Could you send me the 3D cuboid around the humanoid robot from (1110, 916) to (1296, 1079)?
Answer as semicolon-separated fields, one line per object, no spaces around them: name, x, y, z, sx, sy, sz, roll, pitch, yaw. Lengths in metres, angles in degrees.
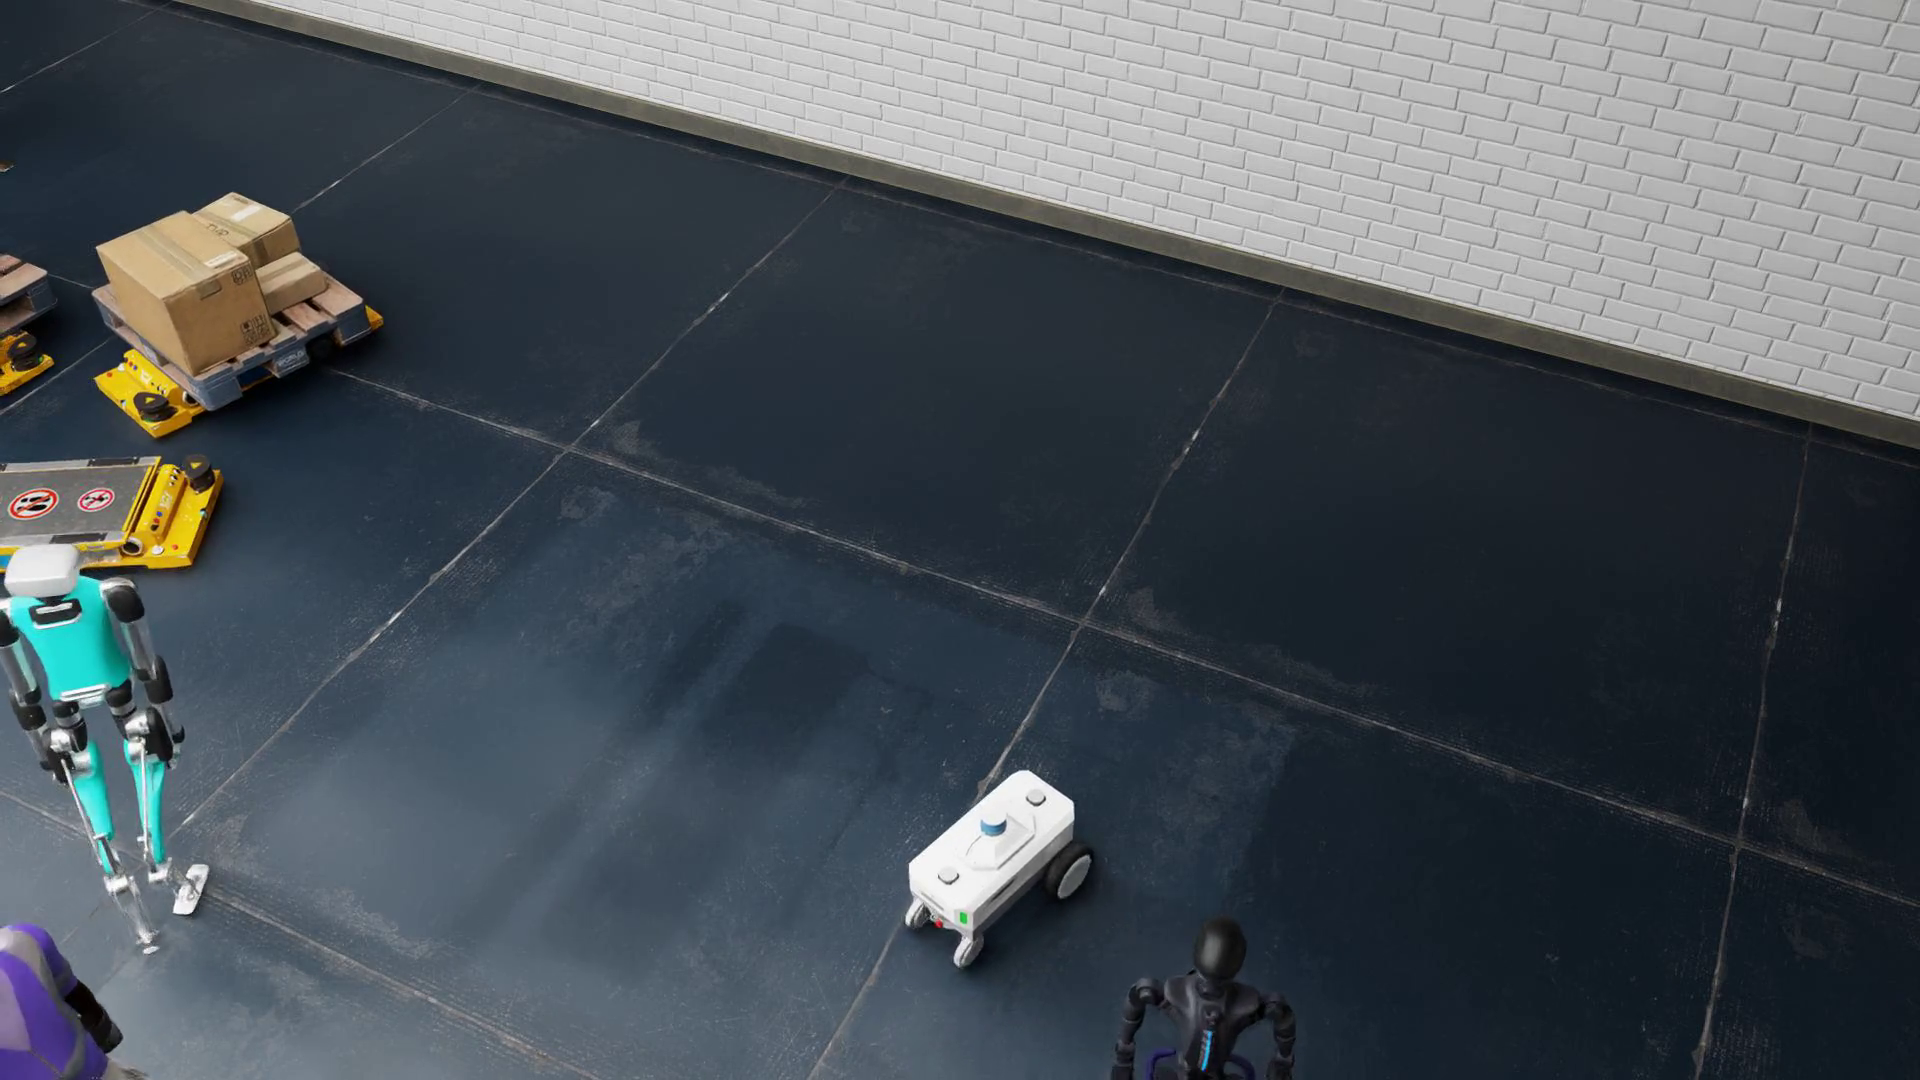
humanoid robot;0.768;1.733;5.365;0.614;1.627;0.721;5;43;5

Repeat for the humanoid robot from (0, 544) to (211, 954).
humanoid robot;-3.153;0.890;6.231;0.551;1.795;0.781;-15;45;-16

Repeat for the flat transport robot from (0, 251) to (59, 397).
flat transport robot;-5.913;-1.100;9.442;1.431;0.231;0.659;22;47;22

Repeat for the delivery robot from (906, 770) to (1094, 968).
delivery robot;0.127;1.282;6.655;0.499;0.586;0.765;32;52;30

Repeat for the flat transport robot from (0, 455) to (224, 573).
flat transport robot;-4.538;-0.111;8.375;1.431;0.231;0.659;-3;43;-3

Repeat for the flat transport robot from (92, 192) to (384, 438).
flat transport robot;-4.086;-1.108;9.451;0.659;0.231;1.431;32;52;30

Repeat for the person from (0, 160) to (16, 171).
person;-6.573;-3.186;10.703;0.565;1.622;0.350;31;51;29

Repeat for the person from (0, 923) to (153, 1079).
person;-2.793;1.757;5.160;0.705;1.910;0.648;14;45;15
